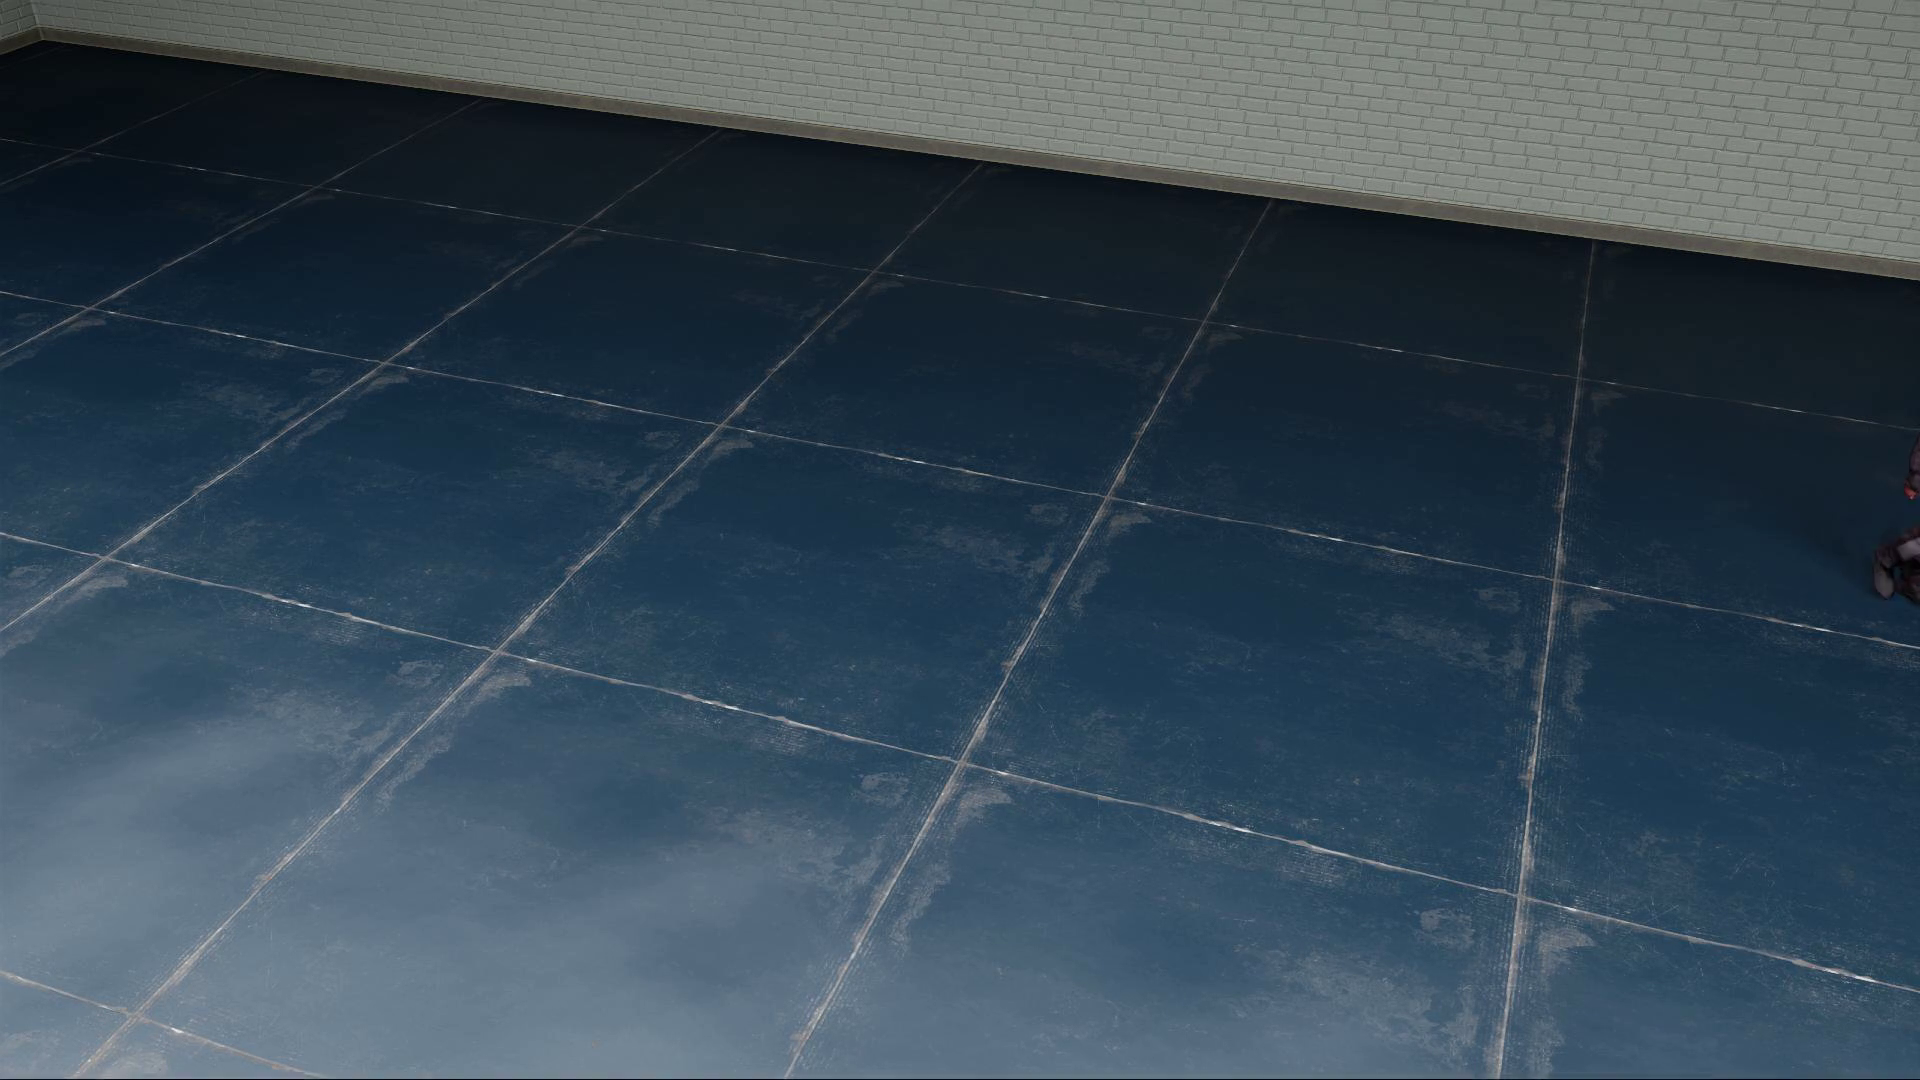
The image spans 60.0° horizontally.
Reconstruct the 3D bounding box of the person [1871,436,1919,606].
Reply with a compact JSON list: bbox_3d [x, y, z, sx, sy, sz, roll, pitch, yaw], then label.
[{"bbox_3d":[5.996,-0.450,10.160,0.859,1.815,0.907,-10,34,-14],"label":"person"}]
